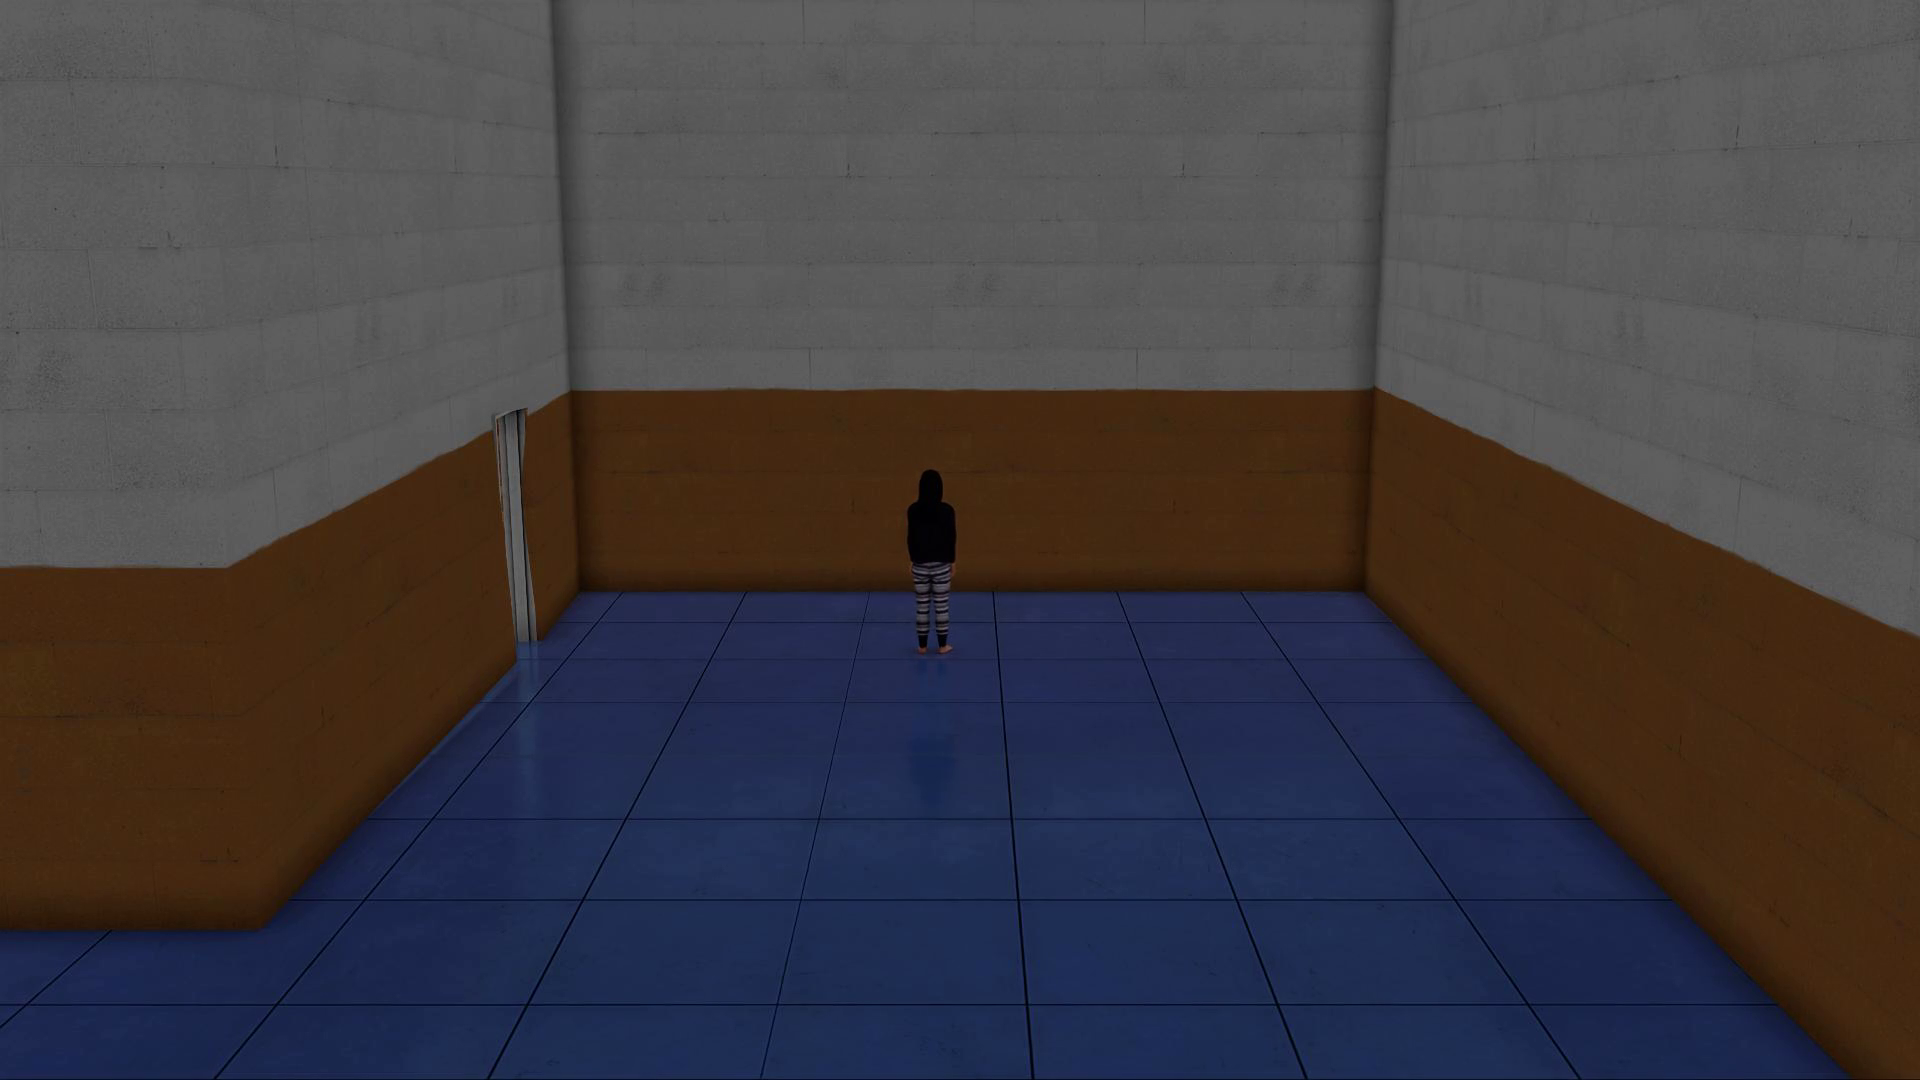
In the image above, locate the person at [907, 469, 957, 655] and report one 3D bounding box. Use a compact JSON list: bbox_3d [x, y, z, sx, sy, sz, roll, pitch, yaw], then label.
[{"bbox_3d":[-0.263,0.199,15.442,0.514,1.733,0.701,2,12,11],"label":"person"}]
